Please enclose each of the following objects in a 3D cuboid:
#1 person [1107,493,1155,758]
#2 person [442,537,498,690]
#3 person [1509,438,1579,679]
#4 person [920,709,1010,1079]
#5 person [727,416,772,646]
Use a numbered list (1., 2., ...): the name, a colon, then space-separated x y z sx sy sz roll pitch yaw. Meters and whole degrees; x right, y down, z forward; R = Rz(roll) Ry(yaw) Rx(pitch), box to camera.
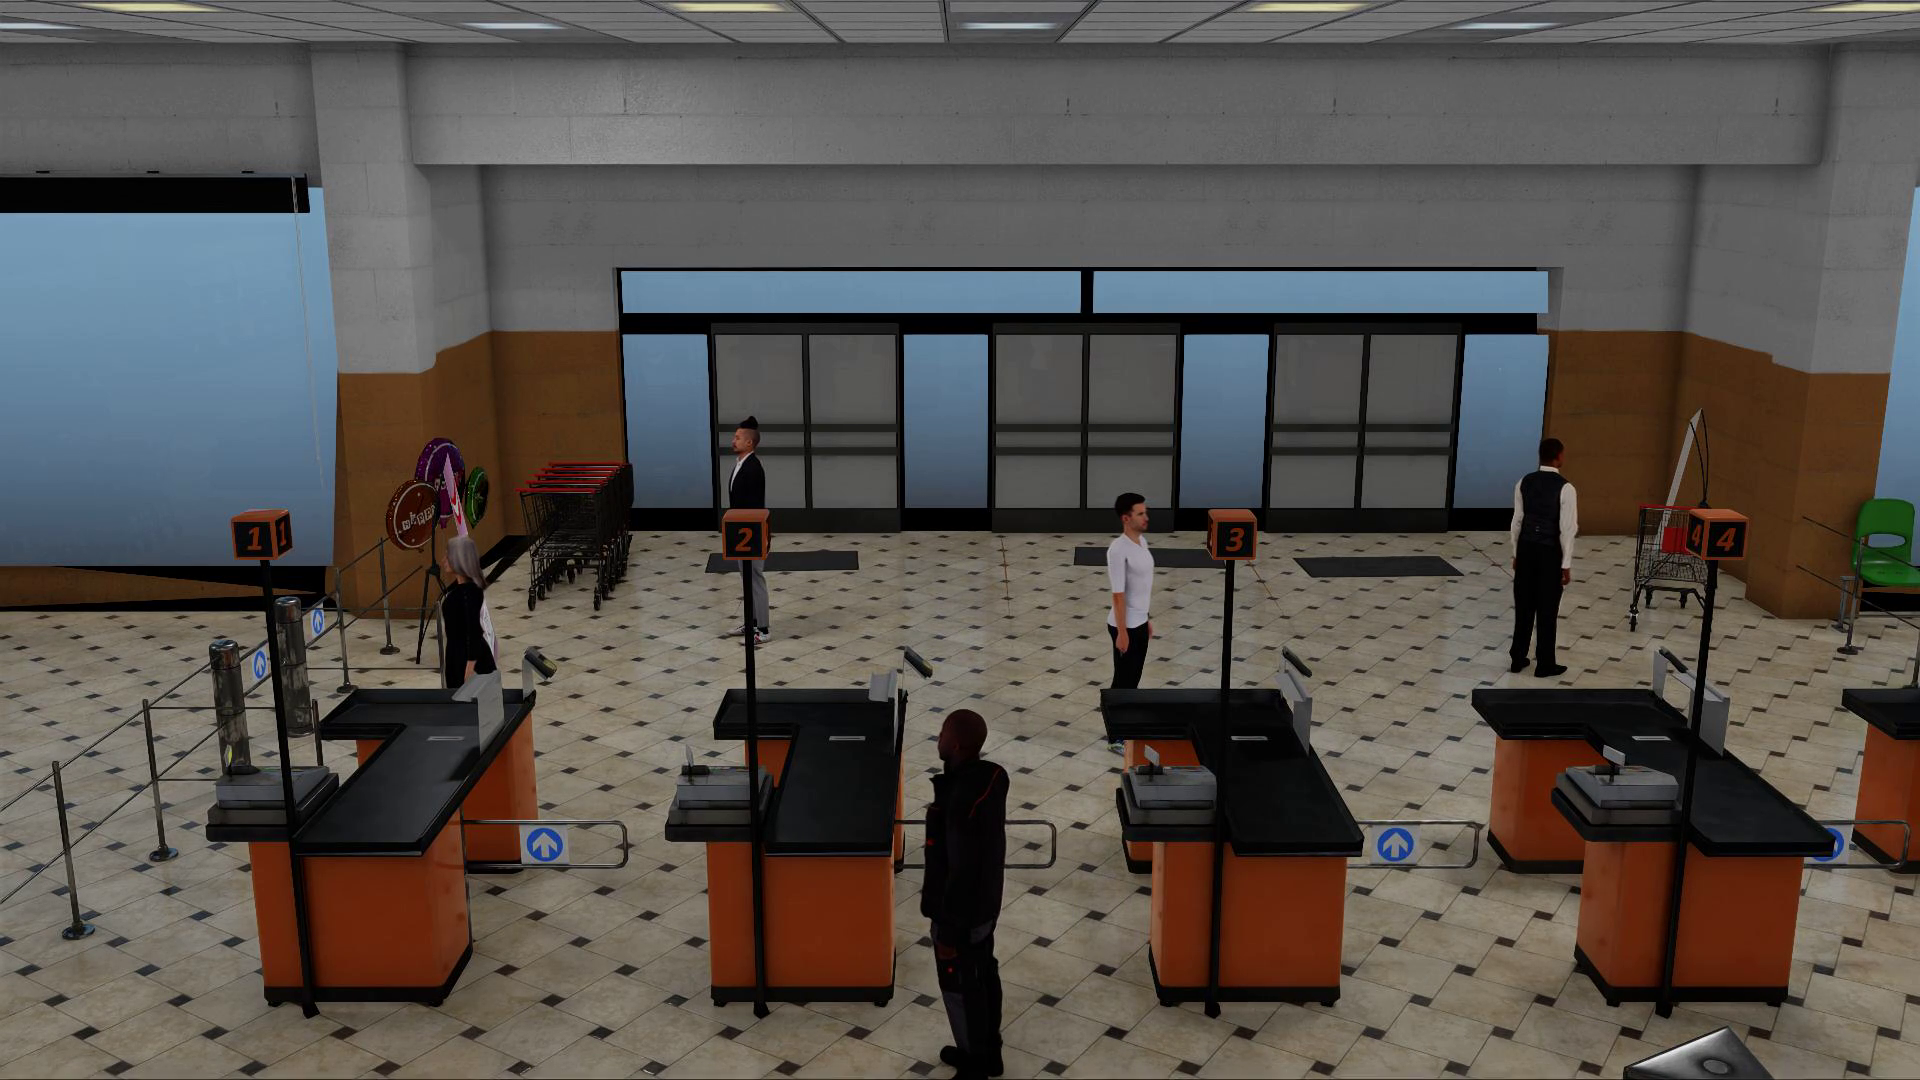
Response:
1. person: 1.183 0.574 11.647 0.816 1.851 0.682 7 15 27
2. person: -3.198 0.824 10.839 0.741 1.746 0.628 -6 15 -22
3. person: 4.659 0.130 13.335 0.832 1.918 0.758 -12 18 -40
4. person: 0.042 1.617 7.404 0.822 1.825 0.632 4 14 15
5. person: -1.789 -0.091 14.181 0.854 1.950 0.690 -6 15 -23
